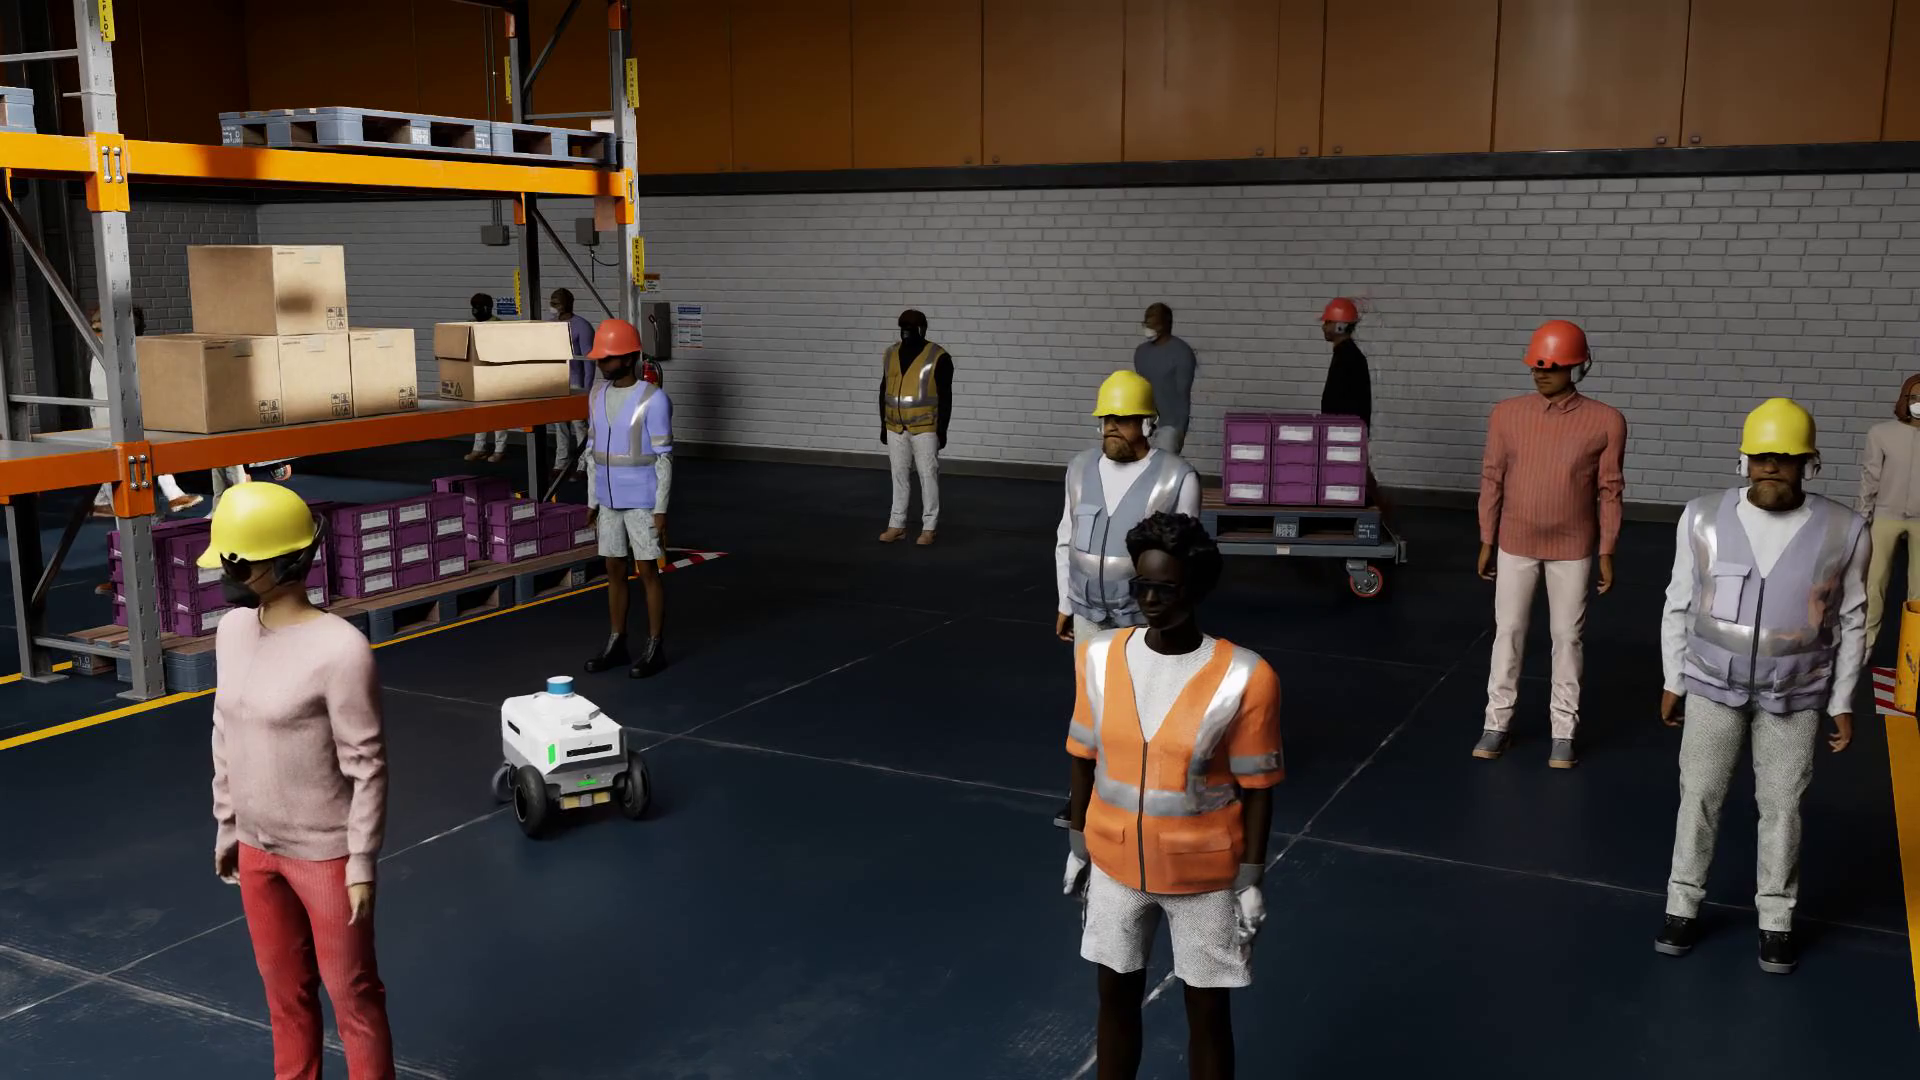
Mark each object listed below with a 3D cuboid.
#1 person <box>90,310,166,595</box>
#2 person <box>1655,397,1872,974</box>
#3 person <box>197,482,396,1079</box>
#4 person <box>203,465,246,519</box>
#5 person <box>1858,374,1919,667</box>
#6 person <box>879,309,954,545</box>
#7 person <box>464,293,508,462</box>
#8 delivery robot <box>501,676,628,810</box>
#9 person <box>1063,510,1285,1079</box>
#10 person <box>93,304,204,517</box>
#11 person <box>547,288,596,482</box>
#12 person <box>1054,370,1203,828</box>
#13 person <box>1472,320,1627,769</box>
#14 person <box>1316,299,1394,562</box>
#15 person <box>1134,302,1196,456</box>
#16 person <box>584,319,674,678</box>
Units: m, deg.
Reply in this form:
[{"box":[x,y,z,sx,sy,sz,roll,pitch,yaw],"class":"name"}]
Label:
[{"box":[-5.509,-0.574,11.008,0.627,1.936,0.374,5,11,28],"class":"person"},{"box":[2.538,0.461,5.302,0.587,1.835,0.404,5,11,28],"class":"person"},{"box":[-1.581,0.732,3.949,0.523,1.763,0.329,5,11,28],"class":"person"},{"box":[-6.189,-1.038,13.875,0.519,1.874,0.331,5,11,28],"class":"person"},{"box":[5.180,-0.093,9.089,0.498,1.634,0.282,5,11,28],"class":"person"},{"box":[-0.370,-0.883,13.060,0.619,1.845,0.430,5,11,28],"class":"person"},{"box":[-5.199,-1.773,18.216,0.619,1.845,0.430,5,11,28],"class":"person"},{"box":[-1.619,0.798,6.779,0.477,0.478,0.707,-6,11,-30],"class":"delivery robot"},{"box":[0.483,0.769,3.913,0.530,1.697,0.322,5,11,28],"class":"person"},{"box":[-7.104,-1.110,14.388,0.960,1.835,0.599,0,10,-2],"class":"person"},{"box":[-3.911,-1.541,16.607,0.627,1.936,0.374,5,11,28],"class":"person"},{"box":[0.634,0.254,6.500,0.587,1.835,0.404,5,11,28],"class":"person"},{"box":[2.603,0.023,7.390,0.609,1.988,0.392,5,11,28],"class":"person"},{"box":[2.790,-0.805,12.324,1.063,1.936,0.613,2,10,9],"class":"person"},{"box":[1.551,-0.857,12.720,0.465,1.915,0.632,-8,12,-37],"class":"person"},{"box":[-1.800,-0.218,8.953,0.542,1.931,0.376,5,11,28],"class":"person"}]
